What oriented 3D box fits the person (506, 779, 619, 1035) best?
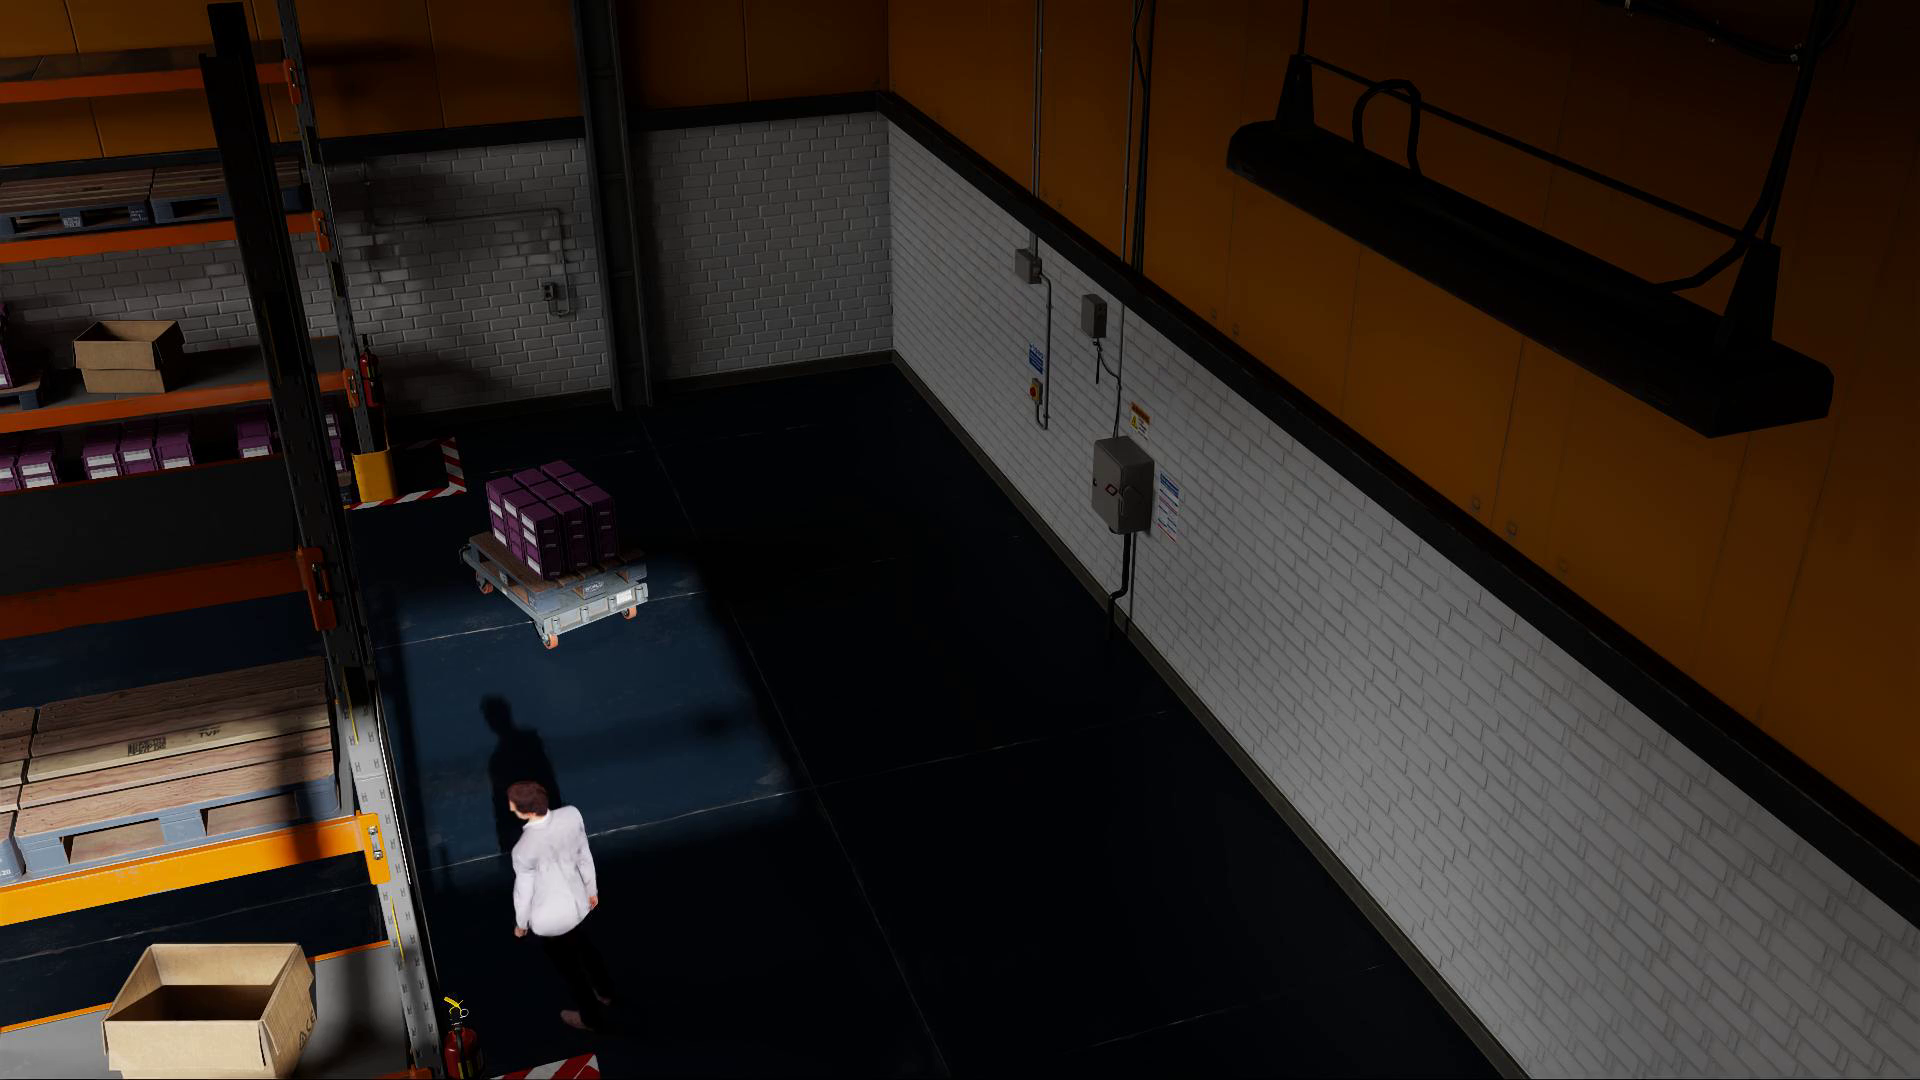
[{"bbox_3d":[-2.200,2.112,9.356,0.850,1.825,0.784,16,32,27],"label":"person"}]
